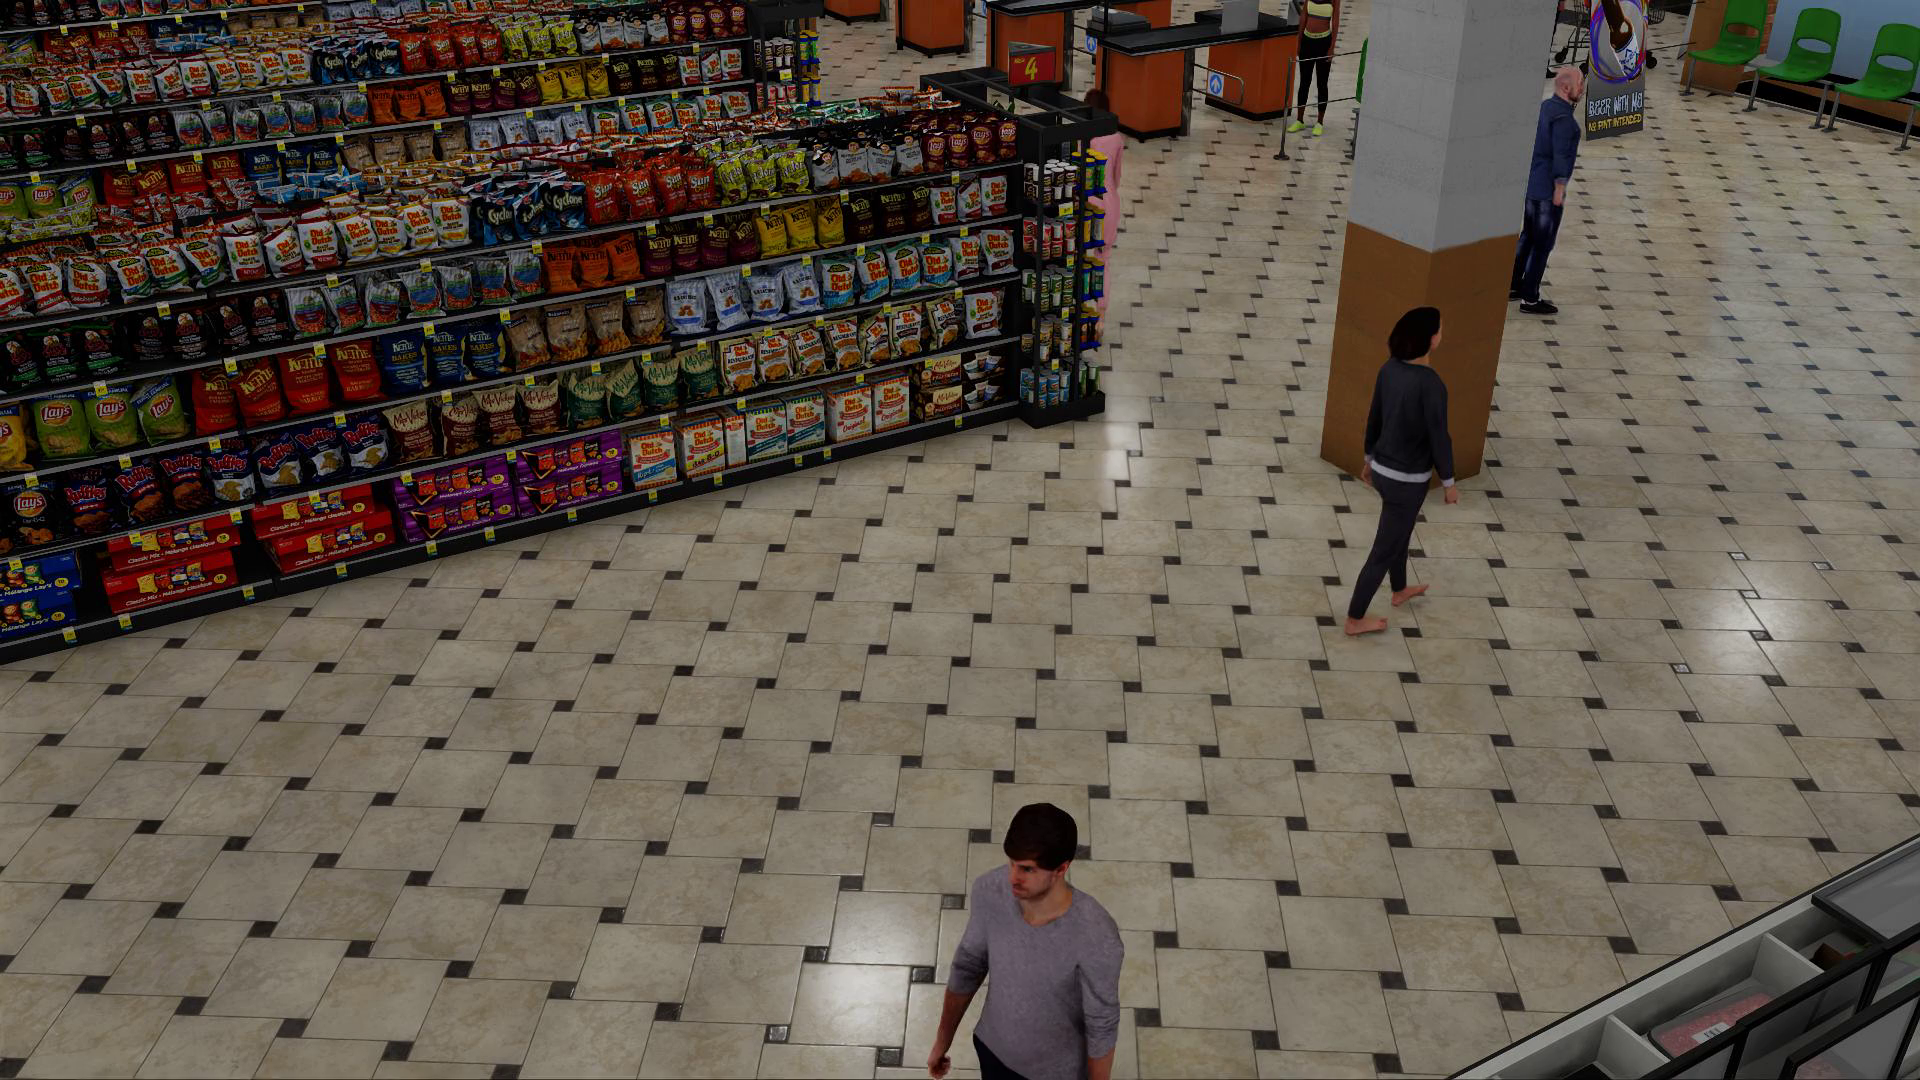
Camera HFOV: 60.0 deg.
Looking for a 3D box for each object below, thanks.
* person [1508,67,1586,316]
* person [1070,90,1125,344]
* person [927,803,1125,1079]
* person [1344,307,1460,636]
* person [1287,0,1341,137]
[{"bbox_3d":[4.420,-2.629,12.515,0.766,1.824,0.796,-2,29,-3],"label":"person"},{"bbox_3d":[1.008,-2.278,11.928,0.872,1.770,0.773,-9,30,-17],"label":"person"},{"bbox_3d":[0.276,1.501,4.946,0.838,1.828,0.774,-25,37,-37],"label":"person"},{"bbox_3d":[2.137,-0.298,8.328,0.890,1.745,0.679,-11,31,-20],"label":"person"},{"bbox_3d":[3.657,-5.052,17.025,0.639,1.755,0.653,16,33,27],"label":"person"}]
